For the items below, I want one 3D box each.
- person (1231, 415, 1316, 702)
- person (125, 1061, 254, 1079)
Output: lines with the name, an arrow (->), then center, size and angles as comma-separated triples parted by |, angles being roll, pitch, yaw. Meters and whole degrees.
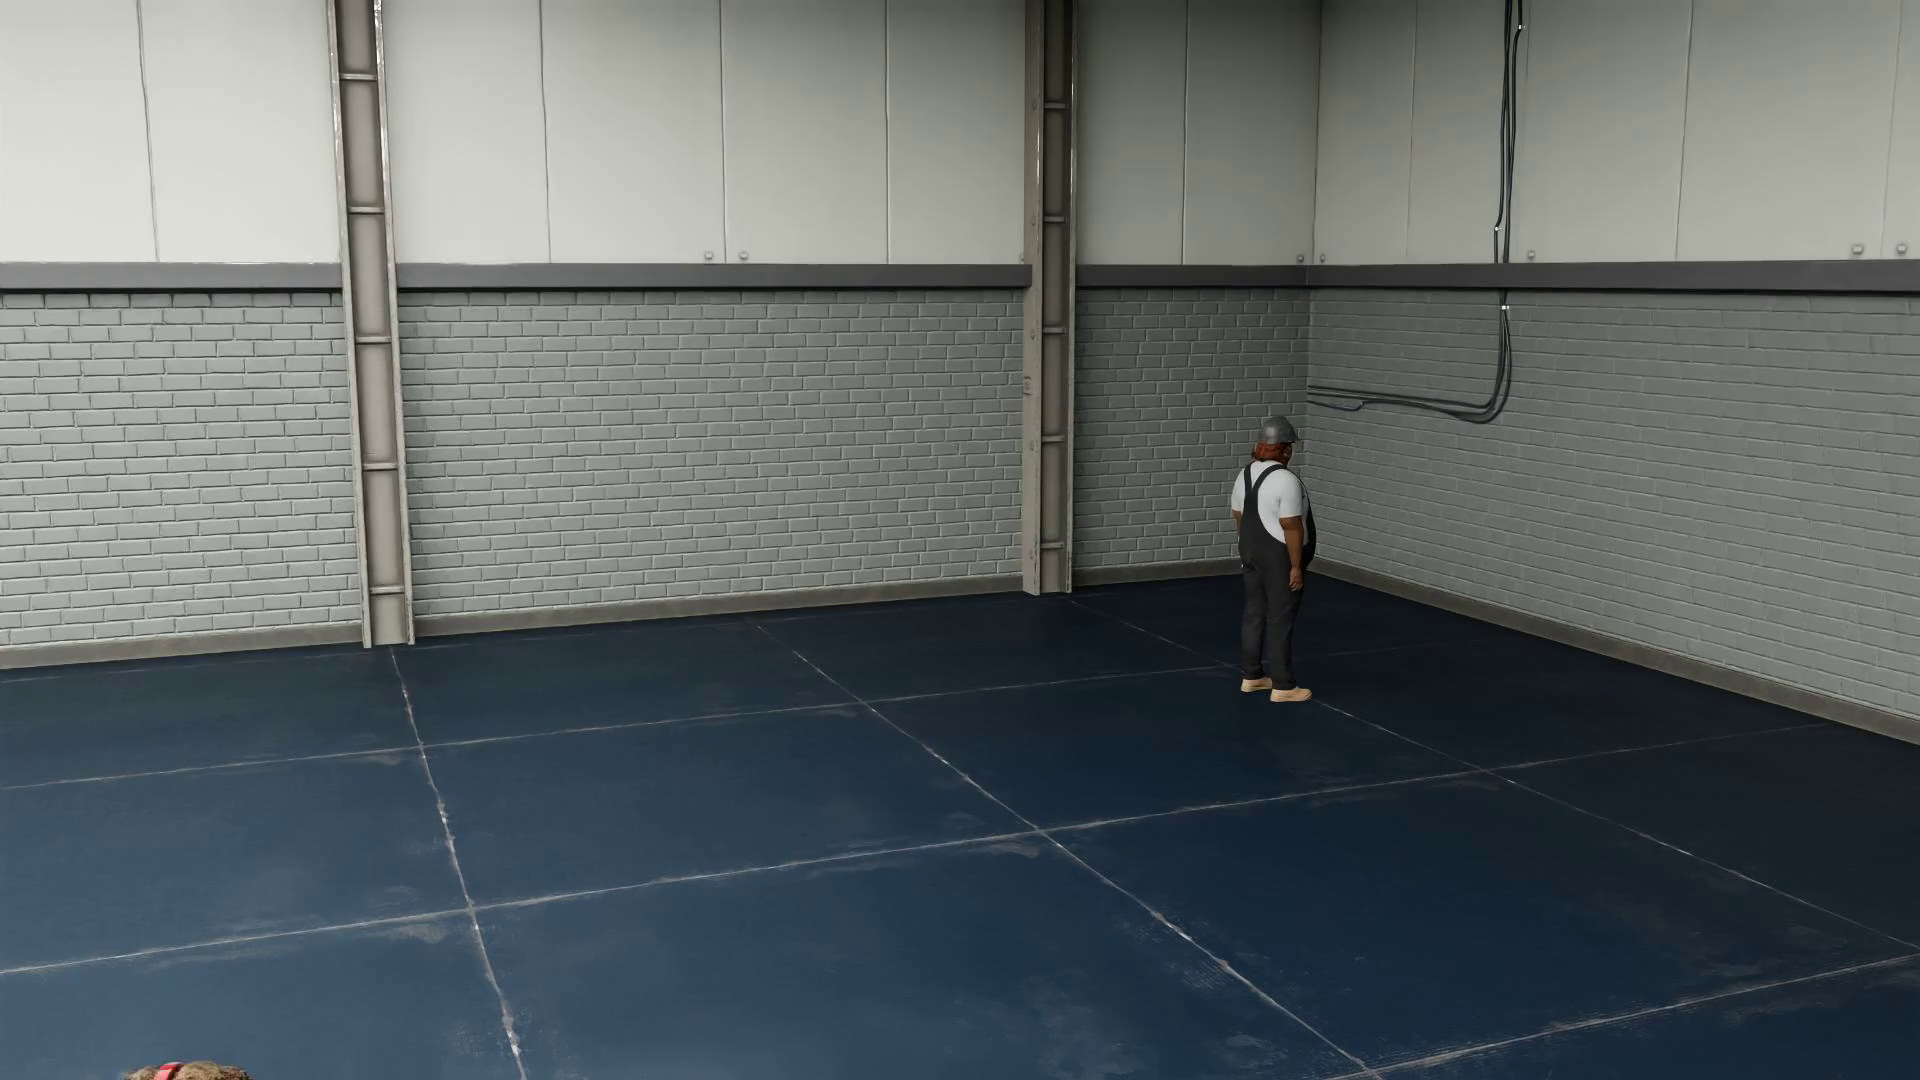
person -> 2.288, 0.123, 11.943 | 0.537, 2.000, 0.678 | -4, 10, -26
person -> -1.334, 1.709, 2.666 | 0.750, 1.823, 0.570 | 1, 9, 3
